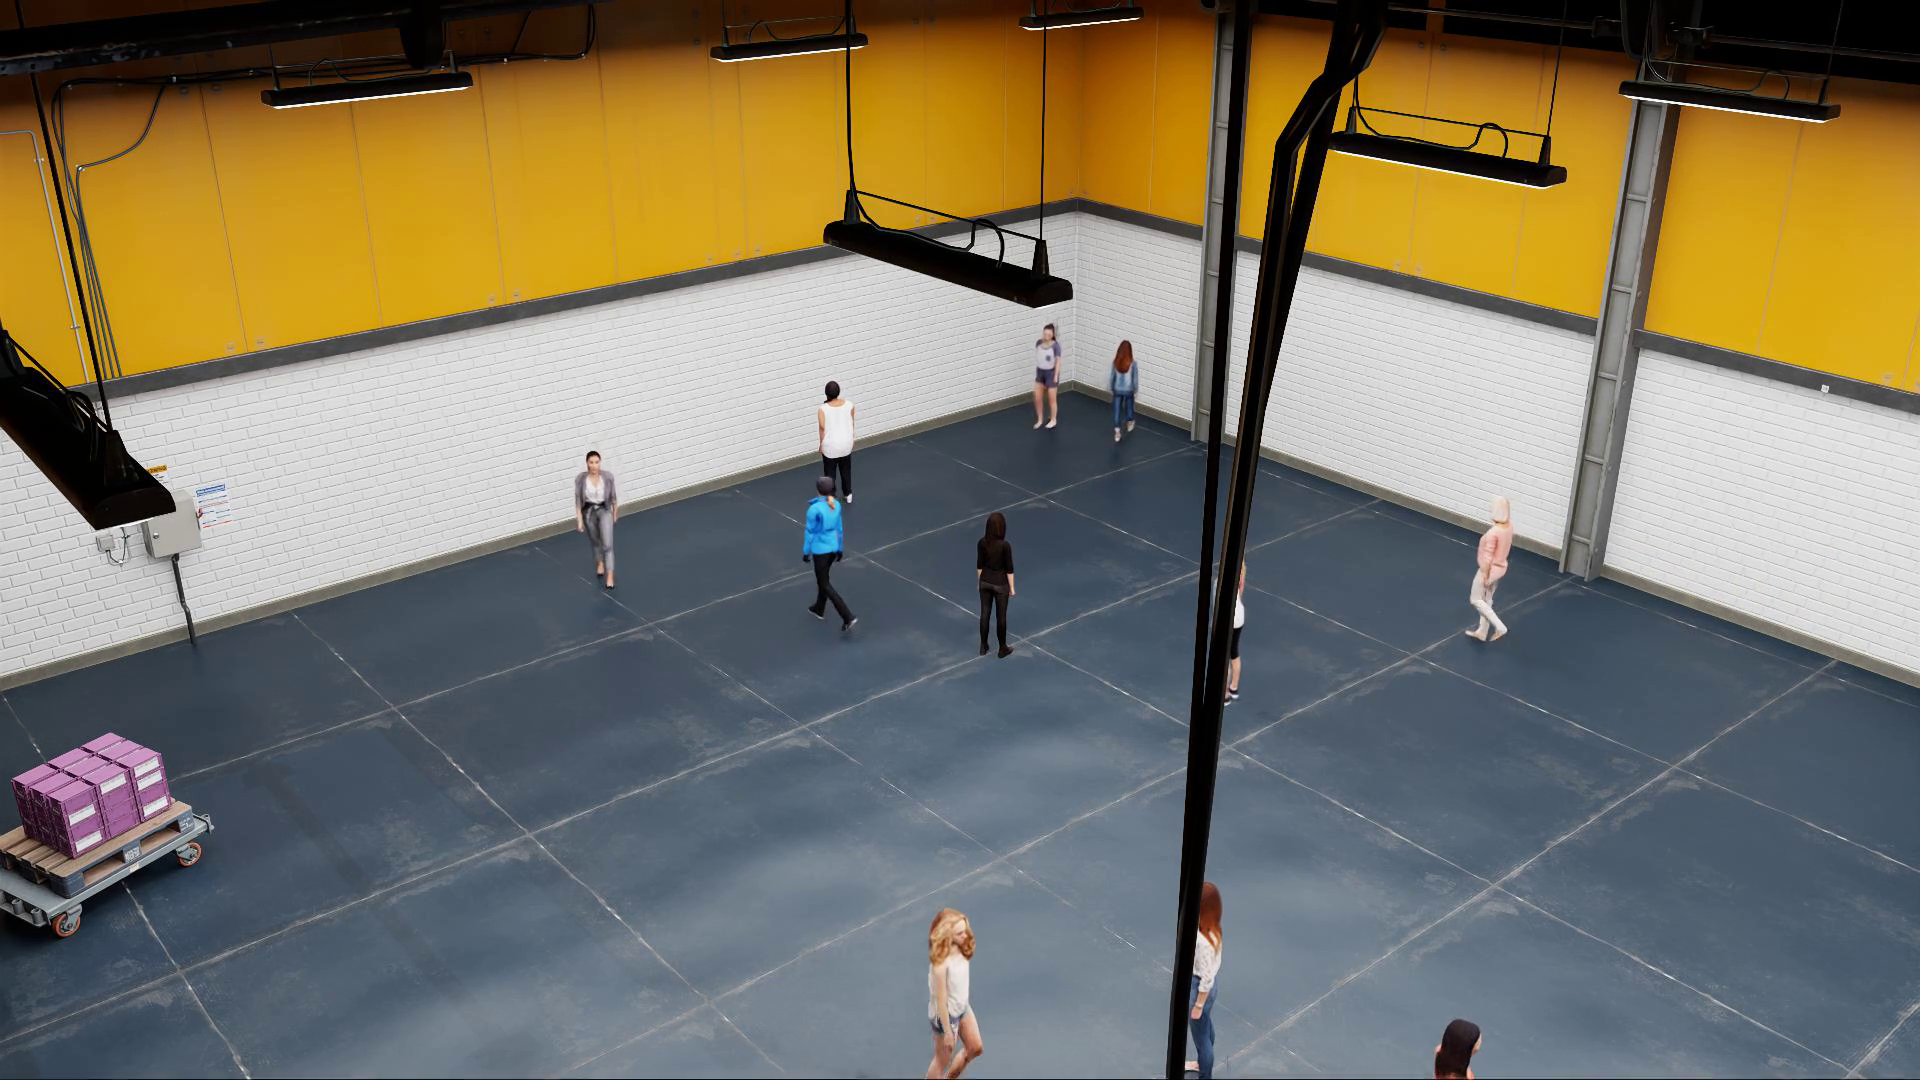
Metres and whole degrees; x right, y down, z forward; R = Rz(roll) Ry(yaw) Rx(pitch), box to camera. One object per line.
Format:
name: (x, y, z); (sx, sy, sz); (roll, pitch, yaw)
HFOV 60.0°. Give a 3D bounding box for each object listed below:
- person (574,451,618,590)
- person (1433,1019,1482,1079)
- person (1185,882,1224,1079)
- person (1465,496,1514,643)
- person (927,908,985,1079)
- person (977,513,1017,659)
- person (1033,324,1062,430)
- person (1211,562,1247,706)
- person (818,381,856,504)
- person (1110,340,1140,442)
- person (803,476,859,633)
person: (-4.261, -0.283, 19.521); (0.947, 1.639, 1.123); (-4, 24, -8)
person: (2.941, 3.692, 10.348); (0.917, 1.701, 1.013); (-6, 24, -12)
person: (1.693, 3.120, 11.625); (0.693, 1.728, 0.649); (4, 24, 8)
person: (5.817, 0.351, 17.978); (0.599, 1.713, 0.745); (-20, 30, -37)
person: (-0.160, 3.222, 11.366); (0.739, 1.748, 0.707); (11, 26, 23)
person: (0.367, 0.476, 17.780); (0.585, 1.642, 0.713); (10, 25, 21)
person: (1.303, -2.408, 24.407); (0.691, 1.619, 0.751); (20, 31, 38)
person: (2.728, 0.818, 16.816); (0.550, 1.787, 0.627); (20, 31, 38)
person: (-1.628, -1.283, 21.747); (0.718, 1.687, 0.698); (-10, 26, -22)
person: (2.338, -2.132, 23.982); (0.935, 1.453, 0.932); (7, 25, 16)
person: (-1.438, 0.186, 18.294); (0.658, 1.762, 1.134); (-22, 32, -40)
